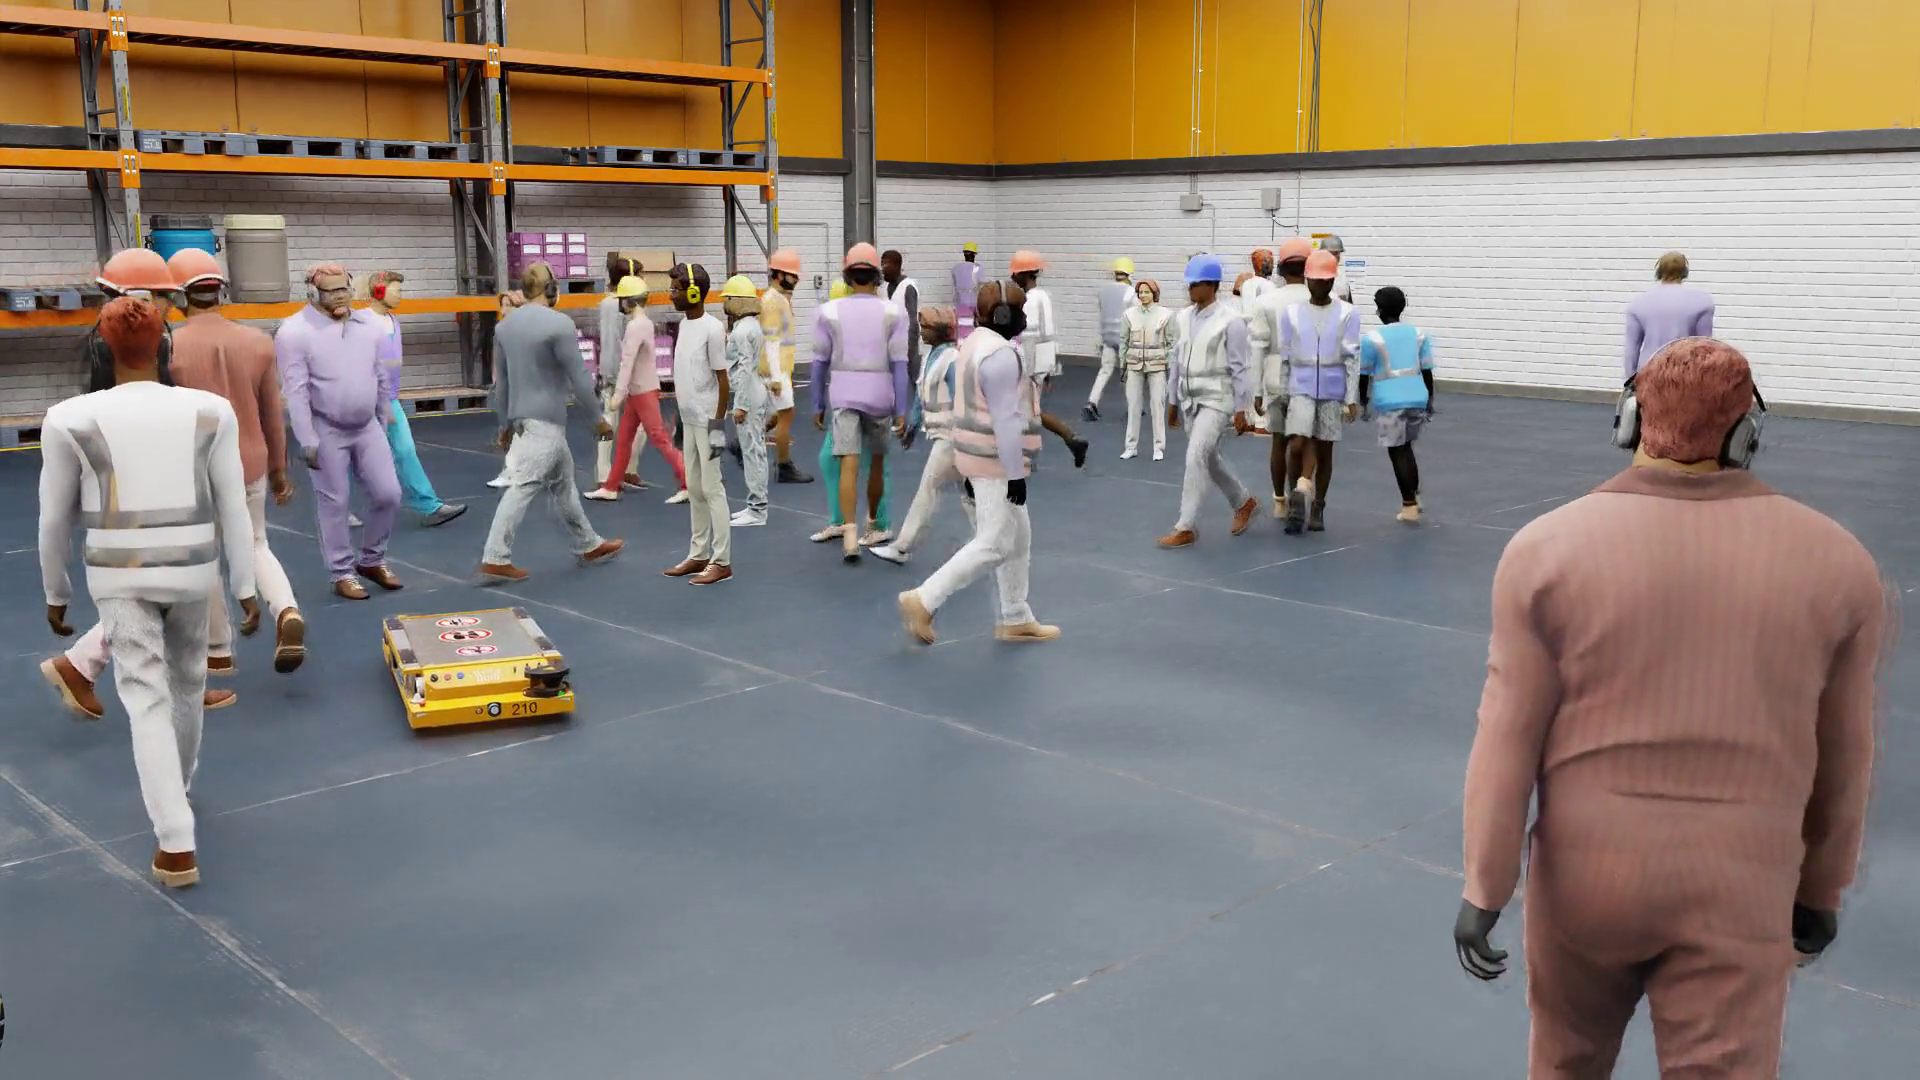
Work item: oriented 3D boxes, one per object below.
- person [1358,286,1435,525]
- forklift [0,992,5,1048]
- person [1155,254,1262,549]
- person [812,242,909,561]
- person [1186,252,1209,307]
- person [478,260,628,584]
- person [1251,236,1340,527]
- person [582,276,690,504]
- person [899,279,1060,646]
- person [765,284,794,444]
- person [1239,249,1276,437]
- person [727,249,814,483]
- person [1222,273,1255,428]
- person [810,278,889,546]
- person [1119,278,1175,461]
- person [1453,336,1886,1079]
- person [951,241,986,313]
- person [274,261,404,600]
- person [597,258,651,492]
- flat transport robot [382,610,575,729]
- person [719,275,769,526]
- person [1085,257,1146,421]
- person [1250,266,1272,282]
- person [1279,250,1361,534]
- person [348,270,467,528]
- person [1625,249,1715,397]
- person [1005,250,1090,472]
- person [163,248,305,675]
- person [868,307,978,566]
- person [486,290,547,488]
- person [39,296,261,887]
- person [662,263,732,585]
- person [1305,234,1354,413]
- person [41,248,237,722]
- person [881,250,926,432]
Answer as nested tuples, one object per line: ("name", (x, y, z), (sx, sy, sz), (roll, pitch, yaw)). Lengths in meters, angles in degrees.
("person", (3.067, -0.948, 11.716), (0.529, 1.666, 0.580), (-4, 11, -19))
("forklift", (-3.245, 0.323, 3.363), (2.313, 2.155, 1.214), (2, 11, 13))
("person", (1.666, -0.918, 10.914), (0.923, 1.912, 0.621), (-7, 12, -33))
("person", (-0.628, -0.883, 10.539), (0.621, 1.984, 1.079), (0, 10, -2))
("person", (3.057, -2.681, 20.804), (0.494, 1.805, 0.998), (-6, 12, -31))
("person", (-2.464, -0.700, 9.838), (1.072, 1.883, 0.641), (-10, 14, -44))
("person", (2.304, -1.080, 11.489), (0.613, 2.022, 0.842), (2, 11, 13))
("person", (-2.401, -1.118, 12.517), (0.899, 1.723, 0.533), (-1, 10, -3))
("person", (0.106, -0.359, 8.113), (0.755, 1.818, 0.627), (-1, 10, -7))
("person", (-1.811, -1.709, 16.013), (0.460, 1.607, 0.545), (-1, 10, -6))
("person", (3.029, -1.982, 16.788), (0.356, 1.882, 0.574), (-5, 11, -23))
("person", (-1.549, -1.394, 13.518), (0.660, 1.909, 0.586), (0, 10, 0))
("person", (2.969, -1.982, 17.463), (0.506, 1.632, 0.268), (1, 10, 5))
("person", (-0.719, -0.813, 10.773), (0.620, 1.738, 0.548), (-6, 12, -29))
("person", (1.685, -1.534, 15.004), (0.525, 1.639, 0.307), (4, 11, 21))
("person", (1.218, 0.587, 2.905), (0.691, 1.859, 1.015), (2, 11, 13))
("person", (0.149, -3.650, 25.760), (0.587, 1.926, 0.366), (5, 12, 26))
("person", (-3.409, -0.590, 9.187), (0.422, 1.890, 0.653), (8, 13, 38))
("person", (-2.640, -1.271, 13.026), (0.667, 1.838, 0.580), (10, 14, 43))
("flat transport robot", (-2.190, 0.536, 7.453), (0.652, 0.197, 1.431), (-4, 11, -23))
("person", (-1.512, -0.968, 11.633), (0.312, 1.744, 0.487), (0, 10, 1))
("person", (1.704, -2.197, 18.211), (0.600, 1.799, 0.898), (9, 14, 40))
("person", (3.806, -2.832, 21.606), (0.536, 1.826, 0.631), (-9, 14, -41))
("person", (2.417, -0.982, 11.232), (0.546, 1.913, 0.657), (2, 11, 12))
("person", (-3.969, -0.954, 11.464), (1.011, 1.779, 0.587), (3, 11, 14))
("person", (5.400, -1.259, 12.748), (0.638, 1.918, 0.673), (8, 13, 36))
("person", (0.710, -1.487, 14.030), (0.753, 1.910, 0.553), (2, 11, 13))
("person", (-3.291, -0.316, 7.466), (0.760, 1.969, 0.627), (9, 14, 42))
("person", (-0.128, -0.633, 10.223), (0.901, 1.582, 0.523), (-3, 11, -17))
("person", (-3.536, -1.239, 13.537), (0.495, 1.592, 0.879), (8, 13, 37))
("person", (-2.640, 0.133, 5.412), (0.601, 1.823, 1.015), (-8, 13, -36))
("person", (-1.525, -0.669, 9.684), (0.334, 1.864, 0.521), (-7, 13, -34))
("person", (4.241, -2.474, 19.034), (0.537, 2.000, 0.685), (-5, 11, -24))
("person", (-3.408, -0.199, 6.808), (0.645, 1.974, 0.626), (-8, 13, -36))
("person", (-0.555, -2.041, 17.168), (0.710, 1.882, 0.611), (-7, 12, -32))
